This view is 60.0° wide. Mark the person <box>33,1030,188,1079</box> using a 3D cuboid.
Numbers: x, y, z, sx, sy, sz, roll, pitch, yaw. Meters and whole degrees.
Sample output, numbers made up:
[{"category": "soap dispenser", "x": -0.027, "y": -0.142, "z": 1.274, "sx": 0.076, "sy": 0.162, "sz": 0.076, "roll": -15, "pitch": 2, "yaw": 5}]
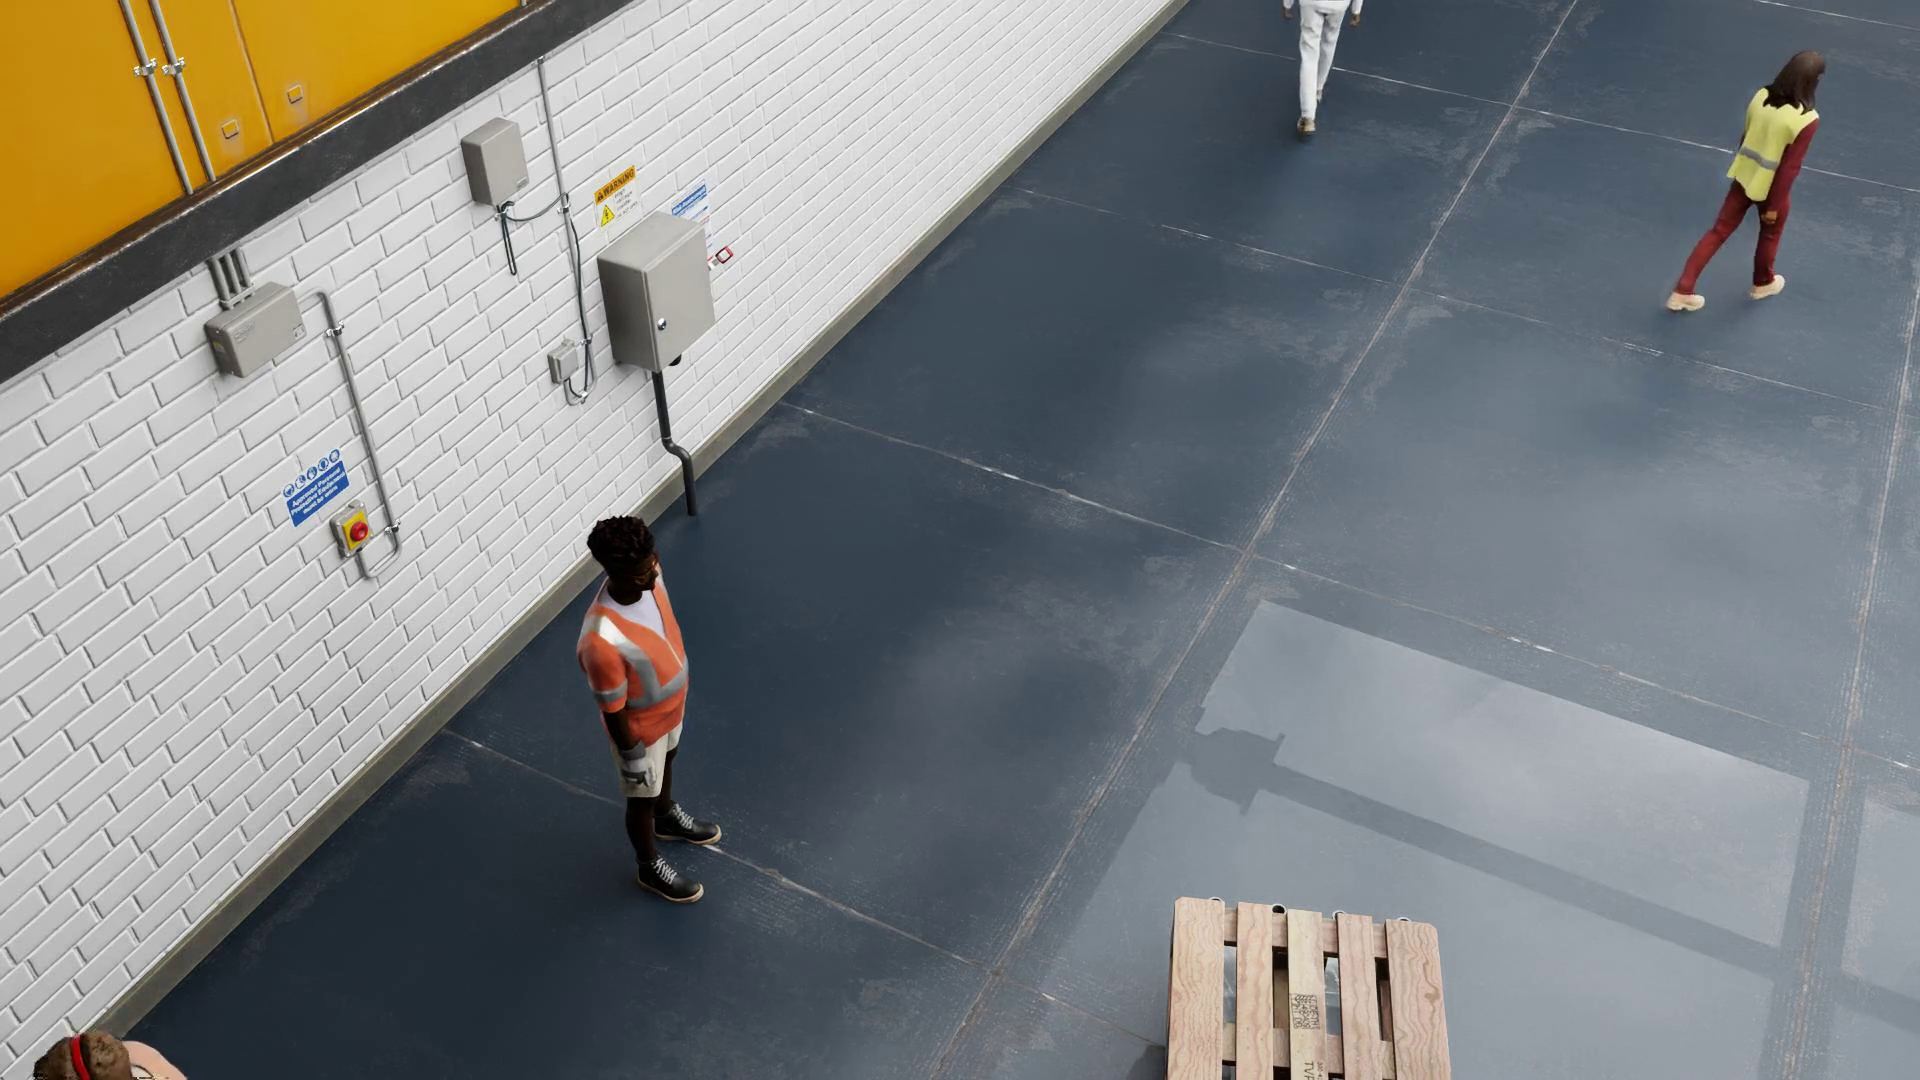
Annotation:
[{"category": "person", "x": -2.408, "y": 2.111, "z": 5.196, "sx": 0.445, "sy": 1.820, "sz": 0.594, "roll": -23, "pitch": 46, "yaw": -24}]

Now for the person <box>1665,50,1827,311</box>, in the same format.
[{"category": "person", "x": 4.942, "y": -2.204, "z": 10.281, "sx": 0.920, "sy": 1.724, "sz": 0.484, "roll": -17, "pitch": 44, "yaw": -19}]

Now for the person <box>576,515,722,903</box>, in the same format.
[{"category": "person", "x": -1.265, "y": 0.680, "z": 6.752, "sx": 0.367, "sy": 1.966, "sz": 0.603, "roll": 6, "pitch": 41, "yaw": 7}]

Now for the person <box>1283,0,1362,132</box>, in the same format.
[{"category": "person", "x": 2.678, "y": -3.973, "z": 12.250, "sx": 0.576, "sy": 1.835, "sz": 0.977, "roll": 2, "pitch": 41, "yaw": 3}]
